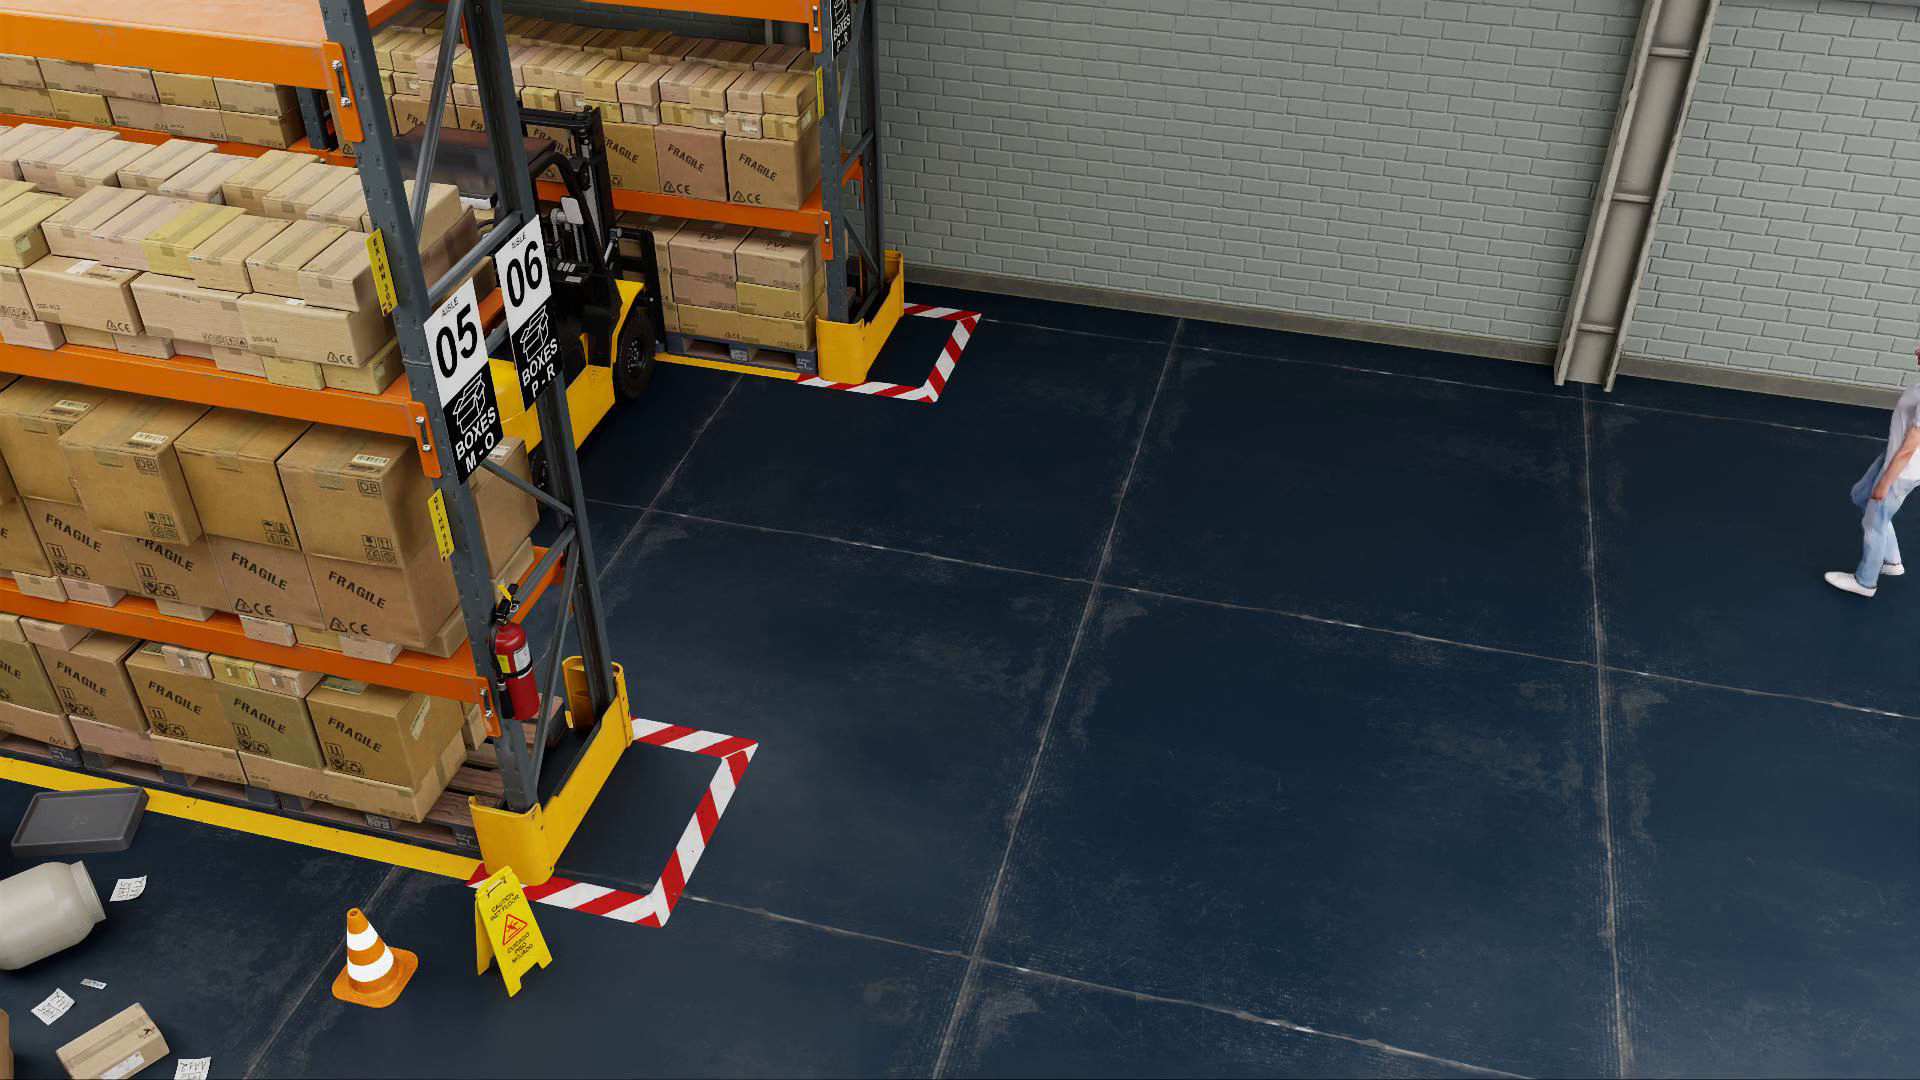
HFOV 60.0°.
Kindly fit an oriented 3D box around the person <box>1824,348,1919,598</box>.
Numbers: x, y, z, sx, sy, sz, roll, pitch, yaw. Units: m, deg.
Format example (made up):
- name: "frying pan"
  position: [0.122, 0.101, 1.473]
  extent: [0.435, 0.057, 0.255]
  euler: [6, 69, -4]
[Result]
- name: "person"
  position: [5.587, -0.397, 9.689]
  extent: [0.801, 1.837, 0.786]
  euler: [25, 44, 29]
